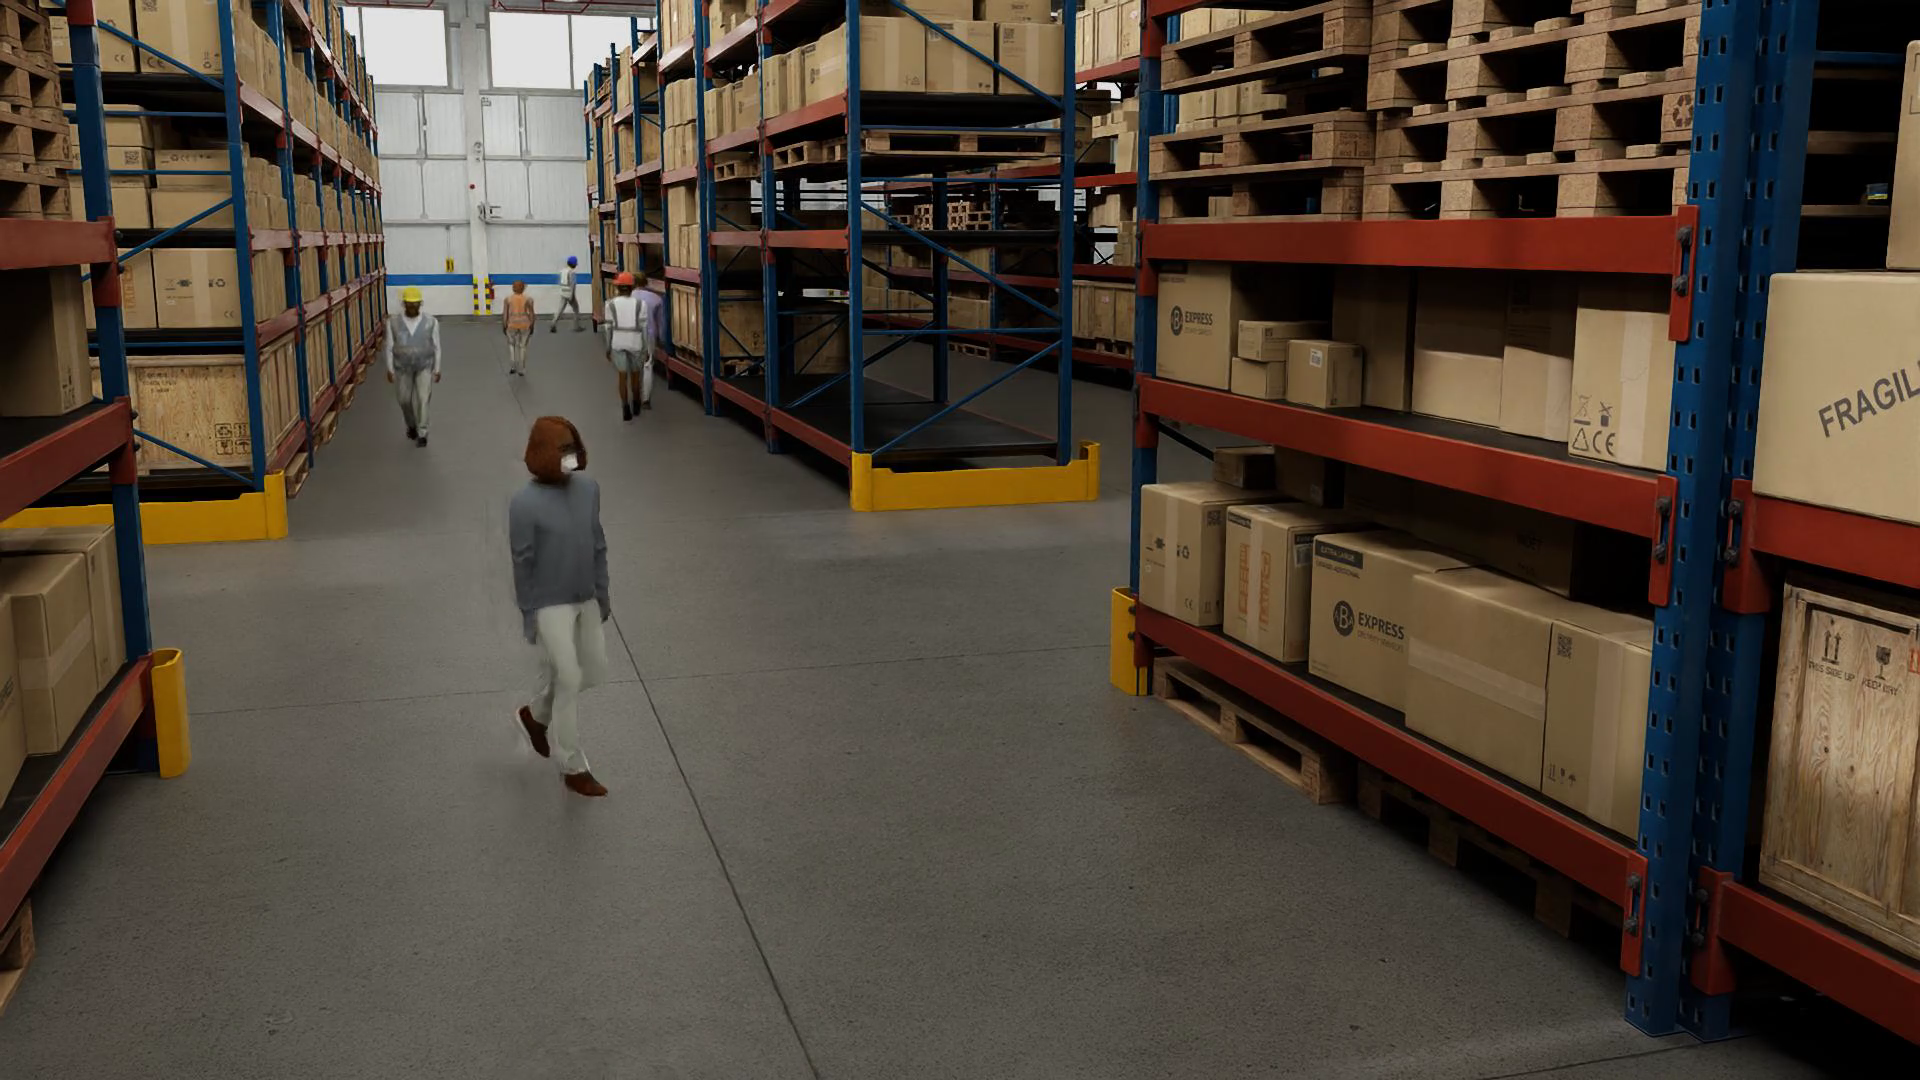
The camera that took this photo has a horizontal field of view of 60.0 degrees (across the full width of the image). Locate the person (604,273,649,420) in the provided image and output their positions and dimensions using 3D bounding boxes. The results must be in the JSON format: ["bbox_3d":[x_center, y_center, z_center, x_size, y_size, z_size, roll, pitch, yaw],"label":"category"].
[{"bbox_3d":[-4.328,-2.517,21.604,0.565,1.883,0.984,-2,10,-9],"label":"person"}]

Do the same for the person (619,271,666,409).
[{"bbox_3d":[-4.380,-2.754,22.928,0.644,1.886,1.048,-3,11,-15],"label":"person"}]

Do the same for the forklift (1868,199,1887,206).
[{"bbox_3d":[11.338,-2.915,21.052,1.129,2.768,1.873,-3,11,-17],"label":"forklift"}]

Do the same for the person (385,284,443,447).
[{"bbox_3d":[-6.139,-1.963,18.731,0.615,1.819,0.475,-3,11,-15],"label":"person"}]

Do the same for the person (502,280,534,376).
[{"bbox_3d":[-7.524,-3.621,28.361,0.533,1.617,0.572,-3,11,-16],"label":"person"}]

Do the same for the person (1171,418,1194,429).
[{"bbox_3d":[2.704,-2.153,20.331,0.500,1.622,0.378,-2,10,-10],"label":"person"}]

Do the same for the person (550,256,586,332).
[{"bbox_3d":[-9.730,-6.065,41.063,0.641,1.893,0.979,9,13,40],"label":"person"}]

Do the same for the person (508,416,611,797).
[{"bbox_3d":[-1.734,0.269,7.079,0.561,1.617,0.502,6,12,30],"label":"person"}]
